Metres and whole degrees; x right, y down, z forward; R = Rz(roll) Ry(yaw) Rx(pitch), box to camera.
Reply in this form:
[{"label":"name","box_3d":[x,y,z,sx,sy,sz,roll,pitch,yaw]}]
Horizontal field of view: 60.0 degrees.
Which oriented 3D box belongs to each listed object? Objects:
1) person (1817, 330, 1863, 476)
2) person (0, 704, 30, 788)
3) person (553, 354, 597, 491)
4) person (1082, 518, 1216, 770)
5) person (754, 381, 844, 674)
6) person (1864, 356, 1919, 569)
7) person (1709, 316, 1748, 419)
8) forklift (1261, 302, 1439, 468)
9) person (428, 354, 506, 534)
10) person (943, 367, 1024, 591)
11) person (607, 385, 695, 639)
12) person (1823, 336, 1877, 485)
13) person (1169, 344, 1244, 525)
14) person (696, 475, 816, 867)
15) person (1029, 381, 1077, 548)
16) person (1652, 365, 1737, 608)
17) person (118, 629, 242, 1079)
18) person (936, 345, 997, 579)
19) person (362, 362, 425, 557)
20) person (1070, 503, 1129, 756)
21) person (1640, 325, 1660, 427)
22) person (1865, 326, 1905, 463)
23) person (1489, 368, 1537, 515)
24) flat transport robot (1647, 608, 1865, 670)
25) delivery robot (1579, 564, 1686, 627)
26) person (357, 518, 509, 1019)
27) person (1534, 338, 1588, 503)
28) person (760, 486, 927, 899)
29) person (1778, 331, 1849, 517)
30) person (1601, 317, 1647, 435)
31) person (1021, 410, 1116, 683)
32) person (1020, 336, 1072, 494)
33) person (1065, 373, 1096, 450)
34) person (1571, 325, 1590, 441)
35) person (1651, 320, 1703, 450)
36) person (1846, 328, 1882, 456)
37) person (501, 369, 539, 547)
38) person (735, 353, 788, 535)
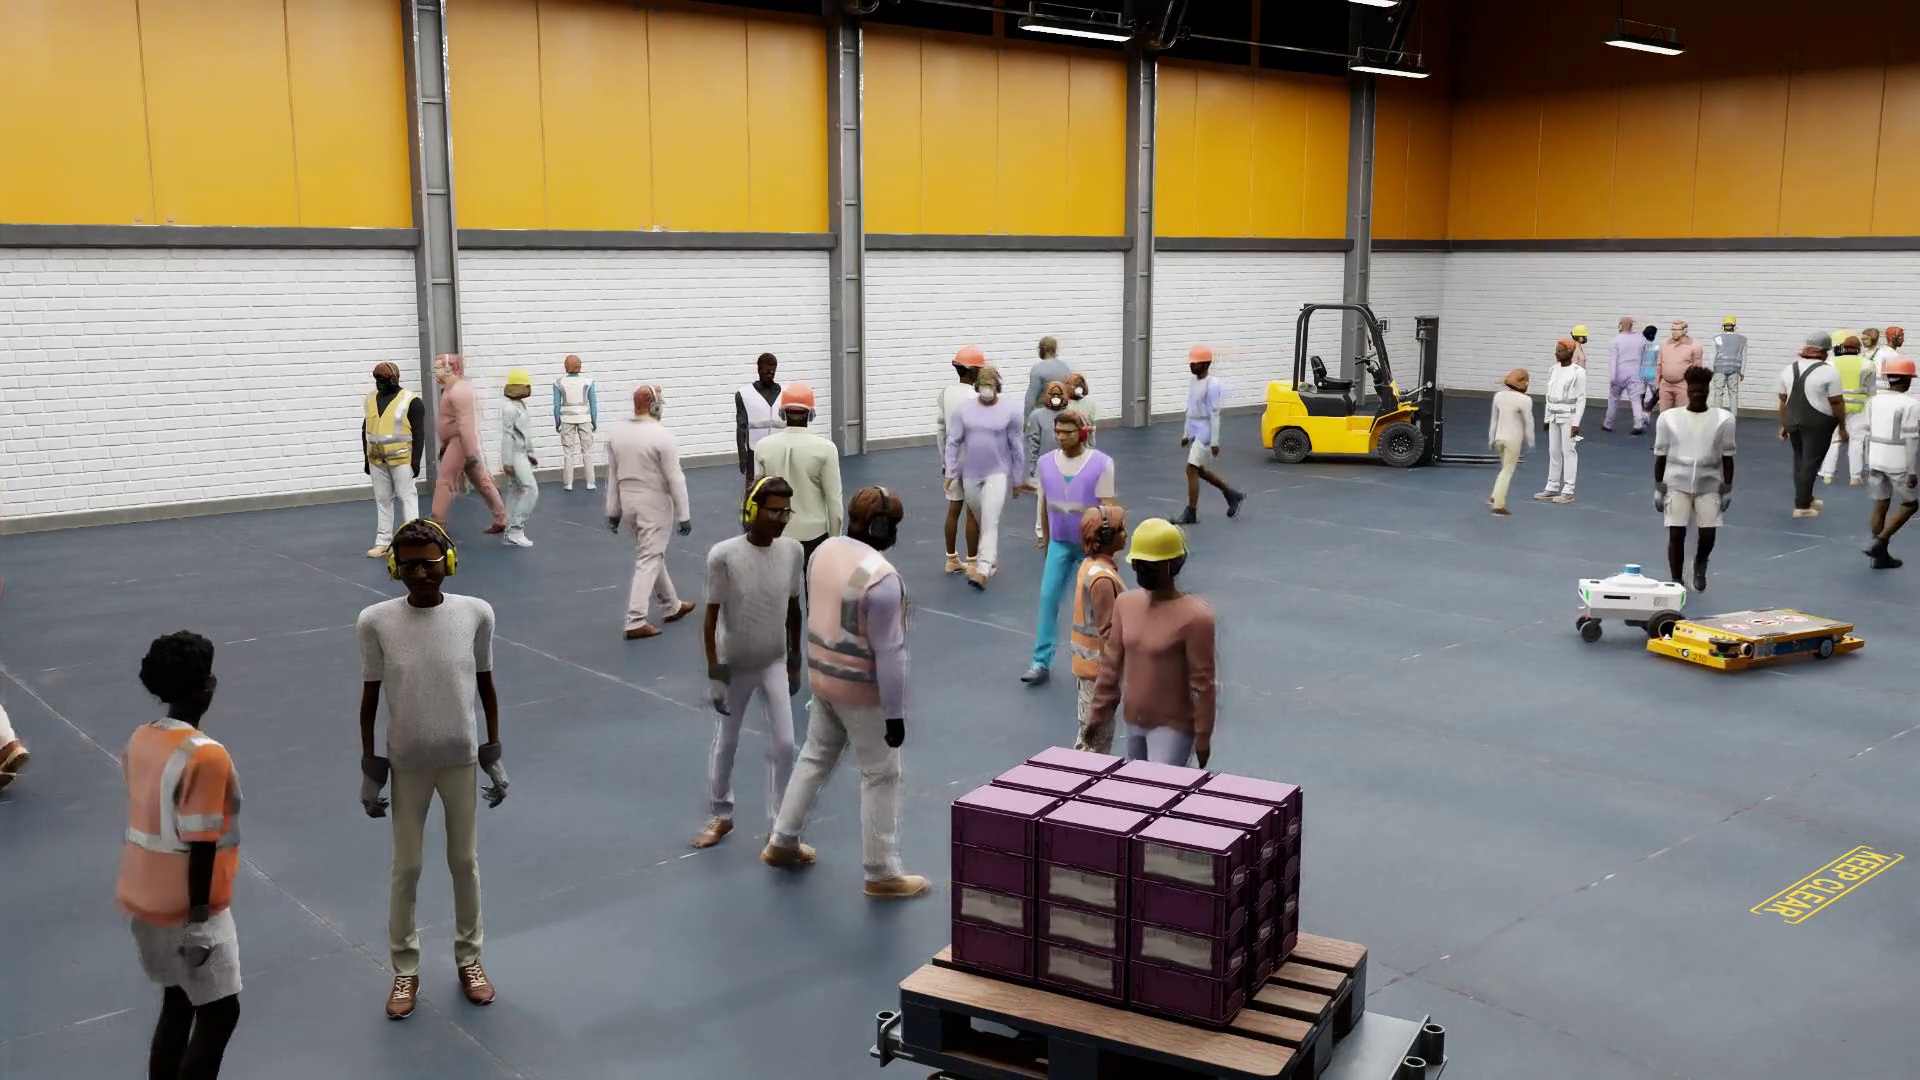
[{"label":"person","box_3d":[11.419,-1.771,21.468,0.987,1.877,0.609,-8,12,-38]},{"label":"person","box_3d":[-5.363,0.363,8.764,0.941,1.955,0.628,5,11,28]},{"label":"person","box_3d":[-4.611,-1.403,19.970,0.510,1.641,0.308,-2,10,-13]},{"label":"person","box_3d":[0.748,0.784,6.854,0.534,1.753,0.535,-7,12,-37]},{"label":"person","box_3d":[-1.061,-0.057,11.051,0.623,1.993,0.385,3,10,16]},{"label":"person","box_3d":[8.347,-0.681,14.895,0.401,1.925,0.578,-3,10,-17]},{"label":"person","box_3d":[12.798,-2.826,27.774,0.594,1.820,0.403,2,10,10]},{"label":"forklift","box_3d":[5.320,-2.157,22.763,2.313,2.155,1.214,3,10,16]},{"label":"person","box_3d":[-5.010,-0.941,16.669,1.020,1.853,0.625,-2,10,-13]},{"label":"person","box_3d":[0.210,-0.533,14.200,0.644,1.880,1.070,3,10,16]},{"label":"person","box_3d":[-2.264,-0.232,12.480,0.671,1.860,0.904,7,12,36]},{"label":"person","box_3d":[10.949,-1.597,20.532,0.624,1.840,0.429,6,11,32]},{"label":"person","box_3d":[2.620,-1.116,17.512,0.799,1.912,0.553,-2,10,-12]},{"label":"person","box_3d":[-0.972,0.593,7.791,0.529,1.826,0.688,-5,11,-29]},{"label":"person","box_3d":[0.918,-0.725,16.044,0.501,1.626,0.277,1,10,4]},{"label":"person","box_3d":[5.917,-0.445,13.449,0.607,1.952,0.545,4,10,20]},{"label":"person","box_3d":[-2.392,1.117,5.124,0.597,1.662,0.406,8,13,40]},{"label":"person","box_3d":[0.076,-0.686,14.592,0.378,2.041,0.616,-9,13,-43]},{"label":"person","box_3d":[-5.304,-0.740,15.523,0.621,1.837,0.429,3,10,15]},{"label":"person","box_3d":[0.681,0.643,7.982,0.307,1.645,0.511,-1,10,-3]},{"label":"person","box_3d":[11.294,-2.682,27.312,0.361,1.681,0.549,-8,13,-40]},{"label":"person","box_3d":[12.462,-1.928,22.354,0.352,1.879,0.576,2,10,10]},{"label":"person","box_3d":[5.972,-1.058,18.054,0.437,1.609,0.510,-5,11,-25]},{"label":"flat transport robot","box_3d":[5.634,0.683,11.759,1.431,0.197,0.652,-5,11,-26]},{"label":"delivery robot","box_3d":[4.915,0.422,12.185,0.707,0.478,0.477,2,10,13]},{"label":"person","box_3d":[-1.959,0.836,6.196,0.535,1.868,0.309,-4,10,-22]},{"label":"person","box_3d":[6.897,-1.365,19.041,0.355,1.883,0.572,-3,10,-19]},{"label":"person","box_3d":[-0.517,0.668,7.354,0.540,1.817,0.823,-7,12,-36]},{"label":"person","box_3d":[9.289,-1.272,18.032,0.605,2.000,0.693,-4,10,-20]},{"label":"person","box_3d":[10.592,-2.608,26.439,0.621,1.857,1.021,-1,10,-4]},{"label":"person","box_3d":[0.726,0.058,10.935,0.595,1.809,0.866,5,11,27]},{"label":"person","box_3d":[1.000,-1.424,19.375,0.944,1.899,0.642,8,13,40]},{"label":"person","box_3d":[1.233,-0.930,17.336,0.529,1.598,0.762,-4,10,-22]},{"label":"person","box_3d":[9.423,-2.395,25.413,0.316,1.769,0.525,5,11,29]},{"label":"person","box_3d":[10.333,-2.225,24.014,0.401,1.904,0.650,-9,13,-42]},{"label":"person","box_3d":[12.878,-2.064,23.304,0.654,1.824,0.534,0,10,0]},{"label":"person","box_3d":[-4.256,-0.789,16.112,0.457,1.728,0.487,0,10,-2]},{"label":"person","box_3d":[-1.842,-0.817,15.752,0.590,1.911,0.397,-6,11,-32]}]
